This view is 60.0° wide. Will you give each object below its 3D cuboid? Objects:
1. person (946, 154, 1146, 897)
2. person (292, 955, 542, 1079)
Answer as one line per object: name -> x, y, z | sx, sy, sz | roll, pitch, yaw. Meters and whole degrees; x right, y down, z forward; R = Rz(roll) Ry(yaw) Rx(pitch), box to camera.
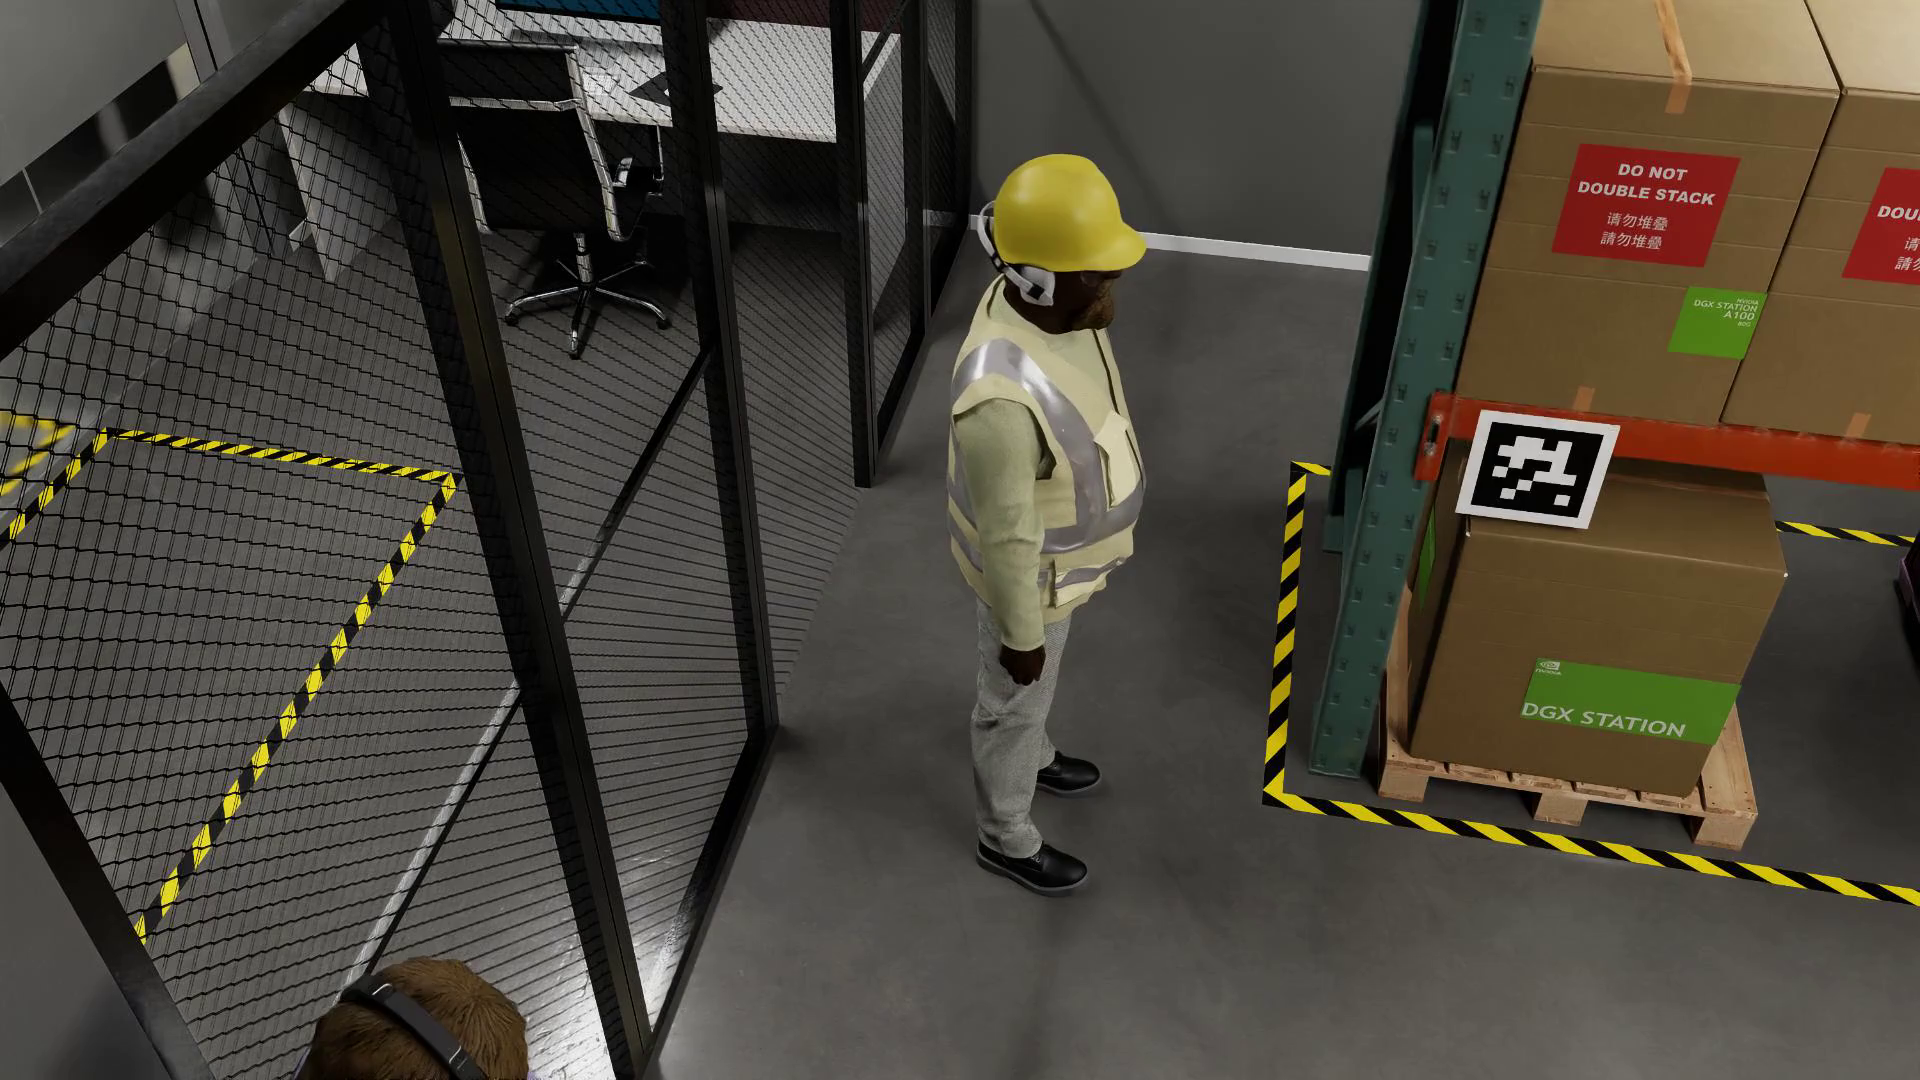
person -> 0.180, 0.015, 3.560 | 0.404, 1.833, 0.589 | 7, 42, 8
person -> -0.518, 1.154, 2.169 | 0.627, 1.940, 0.372 | 19, 44, 21
